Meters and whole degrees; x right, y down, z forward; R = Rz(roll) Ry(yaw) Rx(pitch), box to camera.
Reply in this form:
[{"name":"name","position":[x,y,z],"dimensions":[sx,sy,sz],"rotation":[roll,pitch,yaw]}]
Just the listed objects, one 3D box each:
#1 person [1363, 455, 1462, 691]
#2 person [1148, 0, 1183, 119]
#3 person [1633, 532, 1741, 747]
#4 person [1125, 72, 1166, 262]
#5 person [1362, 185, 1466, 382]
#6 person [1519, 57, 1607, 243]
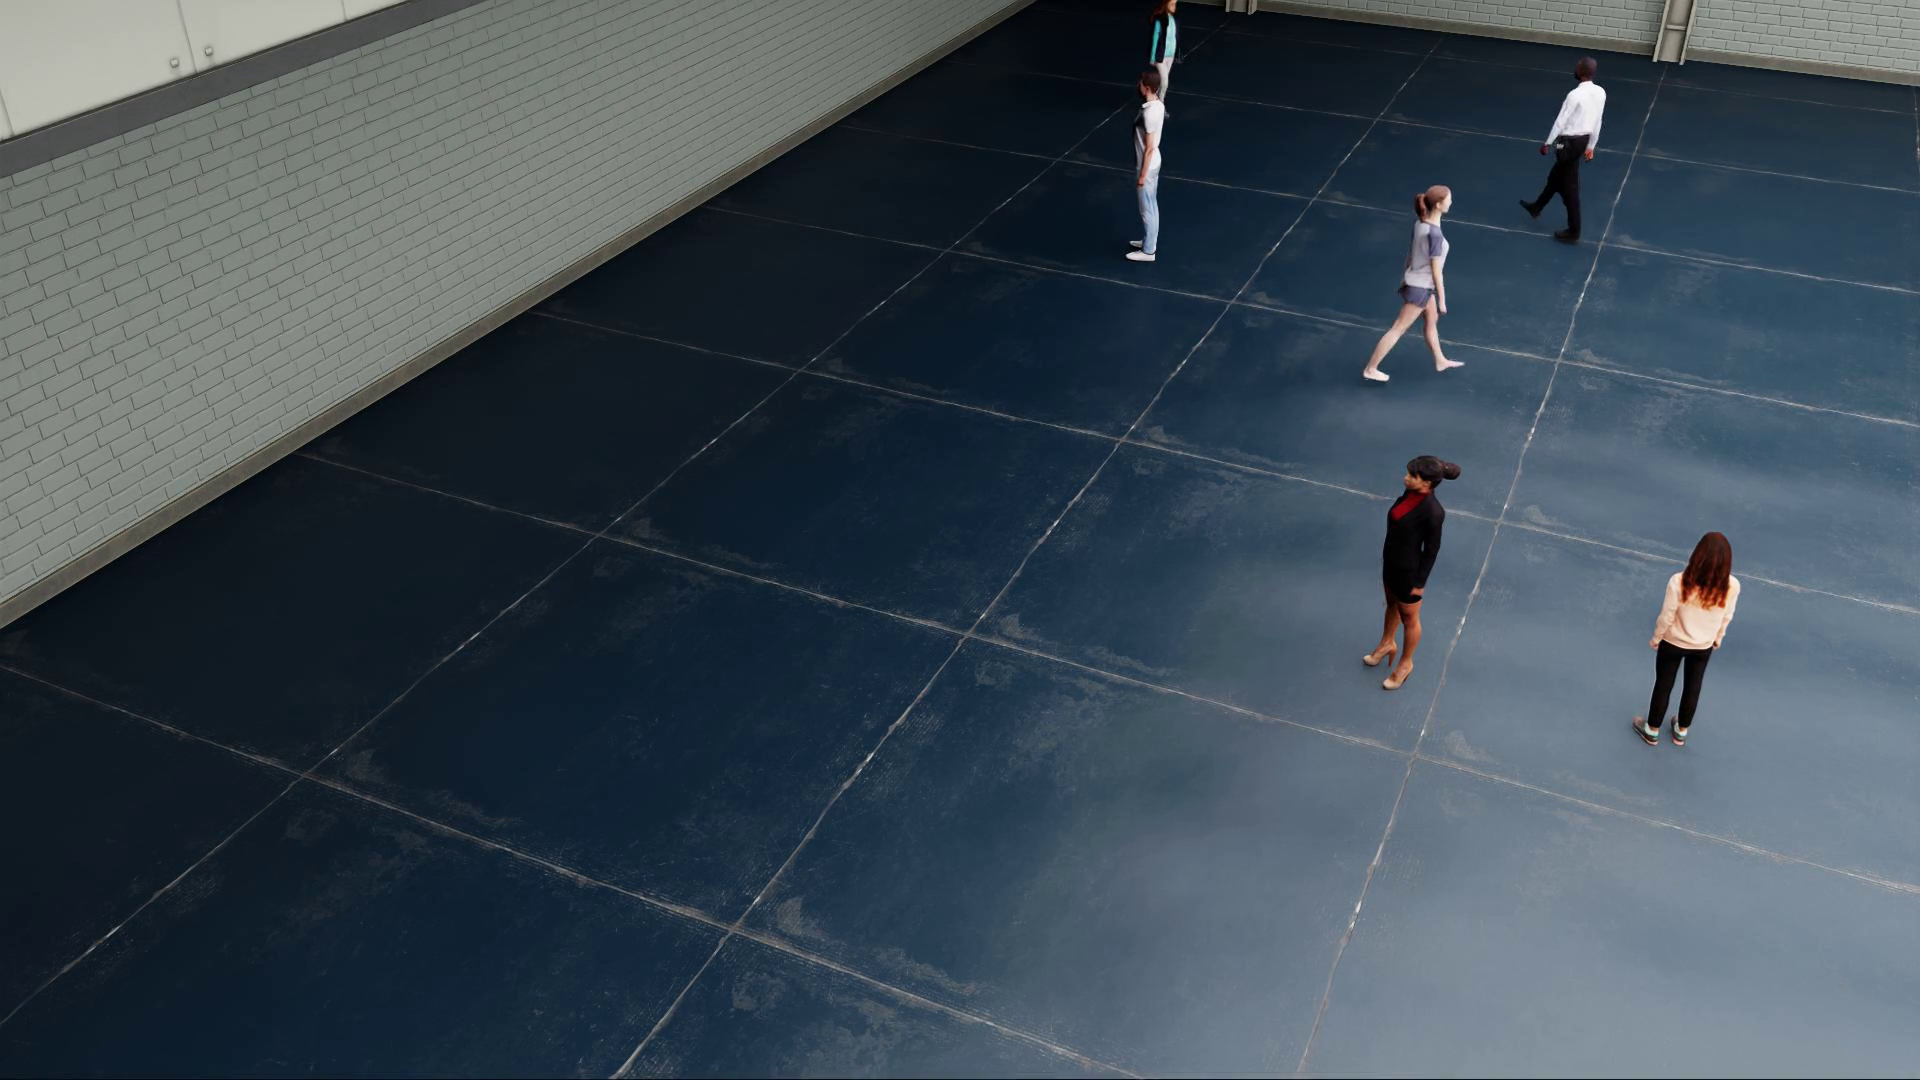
[{"name":"person","position":[2.783,0.189,10.379],"dimensions":[0.765,1.639,0.706],"rotation":[-7,33,-11]},{"name":"person","position":[2.407,-5.887,20.149],"dimensions":[0.730,1.492,0.671],"rotation":[27,41,36]},{"name":"person","position":[4.330,0.589,9.890],"dimensions":[0.567,1.484,0.695],"rotation":[2,32,3]},{"name":"person","position":[1.839,-3.659,16.281],"dimensions":[0.593,1.850,0.685],"rotation":[8,33,13]},{"name":"person","position":[3.765,-2.095,13.932],"dimensions":[1.217,1.711,0.968],"rotation":[-2,32,-4]},{"name":"person","position":[6.205,-3.864,16.653],"dimensions":[1.040,1.801,1.236],"rotation":[-20,37,-28]}]
